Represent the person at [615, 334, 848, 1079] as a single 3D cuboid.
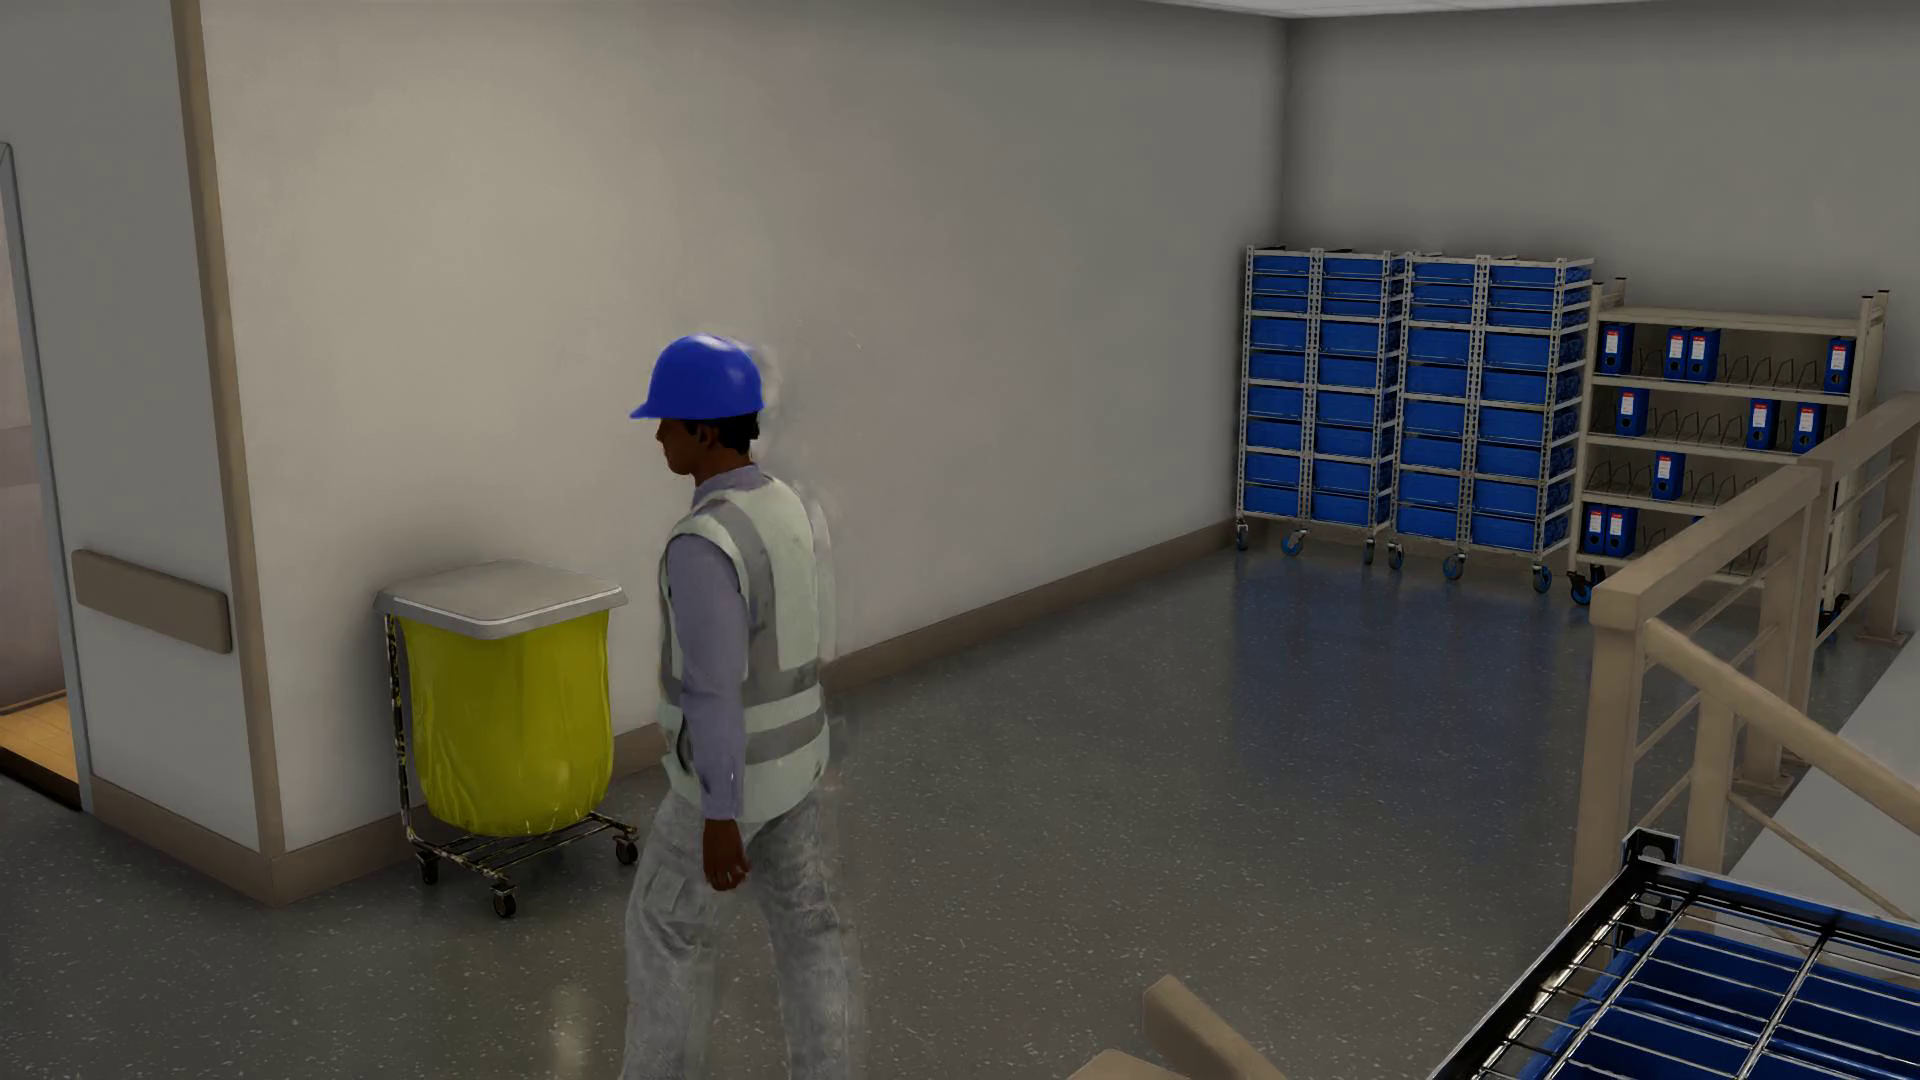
[{"bbox_3d":[-0.617,0.493,3.808,0.820,1.919,0.651,4,14,15],"label":"person"}]
